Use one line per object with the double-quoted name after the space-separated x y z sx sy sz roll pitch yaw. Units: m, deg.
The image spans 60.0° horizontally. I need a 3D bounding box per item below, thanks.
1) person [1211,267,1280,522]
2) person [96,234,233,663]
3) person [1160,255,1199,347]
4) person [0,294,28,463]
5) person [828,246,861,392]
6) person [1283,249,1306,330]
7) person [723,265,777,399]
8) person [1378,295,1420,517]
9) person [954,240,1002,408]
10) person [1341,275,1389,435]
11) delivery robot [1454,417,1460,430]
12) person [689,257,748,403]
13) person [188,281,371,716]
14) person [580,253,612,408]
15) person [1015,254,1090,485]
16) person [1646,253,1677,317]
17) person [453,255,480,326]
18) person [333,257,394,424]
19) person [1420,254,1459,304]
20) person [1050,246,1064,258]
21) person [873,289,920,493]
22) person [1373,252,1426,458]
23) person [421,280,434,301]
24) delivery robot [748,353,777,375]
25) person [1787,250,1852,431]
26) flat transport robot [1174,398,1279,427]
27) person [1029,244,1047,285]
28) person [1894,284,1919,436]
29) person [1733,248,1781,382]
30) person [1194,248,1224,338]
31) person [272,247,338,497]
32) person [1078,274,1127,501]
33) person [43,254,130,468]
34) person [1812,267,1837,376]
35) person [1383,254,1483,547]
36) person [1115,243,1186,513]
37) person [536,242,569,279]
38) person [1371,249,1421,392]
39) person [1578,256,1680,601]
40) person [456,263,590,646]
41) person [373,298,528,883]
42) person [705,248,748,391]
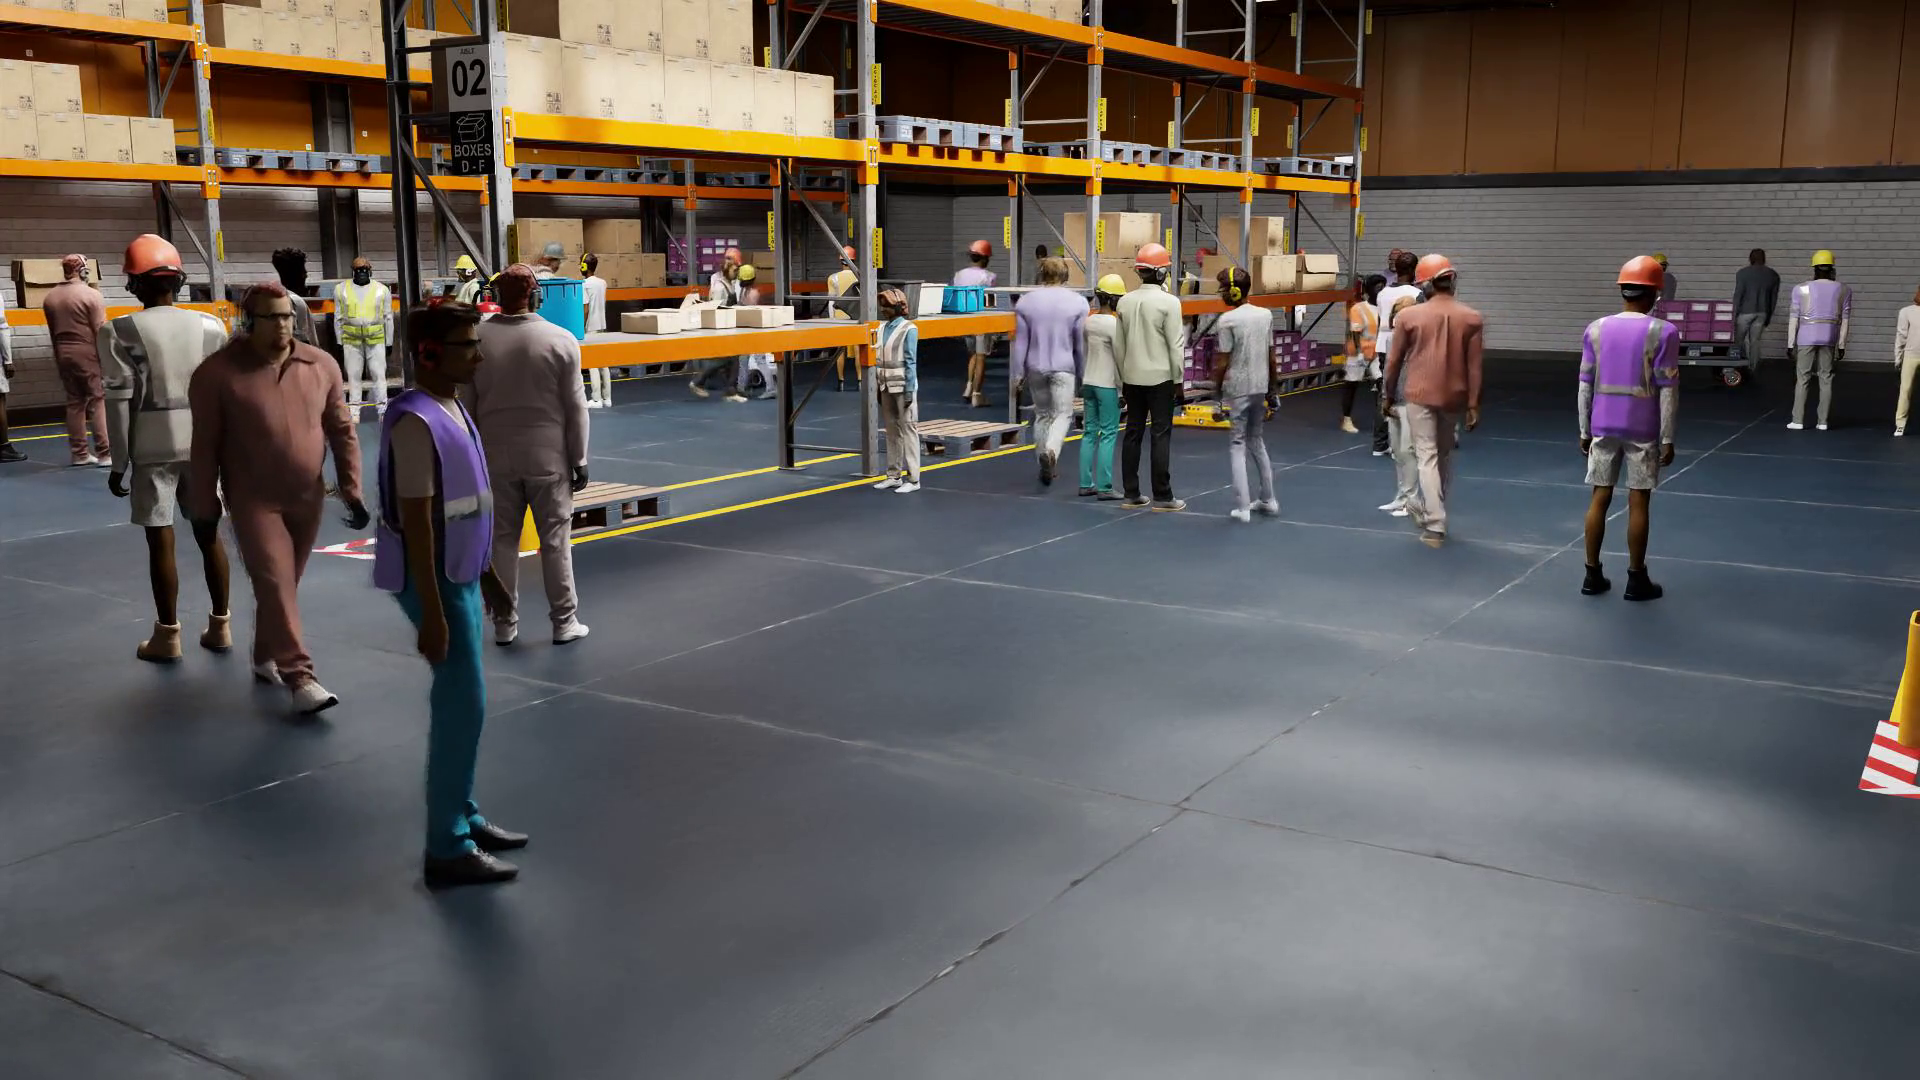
2.057 -1.052 12.060 0.656 1.838 0.457 -6 12 -32 "person"
-3.802 -0.431 8.001 0.365 2.048 0.608 9 13 40 "person"
3.006 -3.042 23.081 0.621 1.835 0.430 0 10 1 "person"
-8.864 -1.657 15.125 0.542 1.929 0.368 1 10 5 "person"
-1.485 -2.939 22.203 0.544 1.939 0.354 0 10 -3 "person"
5.298 -3.659 26.362 0.350 1.879 0.577 9 14 42 "person"
-2.672 -2.610 20.989 0.751 1.707 0.592 -3 11 -17 "person"
3.278 -0.978 12.222 0.320 1.635 0.524 -4 11 -20 "person"
0.238 -2.605 20.109 0.633 2.021 0.466 8 13 36 "person"
4.273 -1.902 17.216 0.550 1.664 0.817 -4 11 -22 "person"
4.649 -1.248 16.402 0.477 0.478 0.707 -1 10 -6 "delivery robot"
-3.014 -2.607 20.699 0.640 1.819 0.557 2 11 13 "person"
-2.958 -0.193 7.240 1.006 1.846 0.641 9 13 40 "person"
-4.441 -2.522 20.079 0.325 1.871 0.516 4 11 23 "person"
0.739 -1.376 13.634 0.635 1.919 0.784 3 11 17 "person"
10.357 -3.334 24.707 0.591 1.823 0.404 -7 12 -32 "person"
-6.134 -2.639 20.831 0.403 1.833 0.586 -5 11 -25 "person"
-6.578 -2.195 18.378 0.624 1.837 0.429 -3 11 -15 "person"
6.338 -2.883 22.180 0.586 1.835 0.403 2 10 12 "person"
1.776 -4.280 29.701 0.481 1.906 0.599 1 10 5 "person"
-0.509 -1.196 13.391 0.311 1.635 0.513 -8 13 -38 "person"
4.078 -1.710 15.489 0.391 1.910 0.582 -4 11 -23 "person"
-5.453 -1.876 17.222 0.753 1.606 0.543 -8 13 -39 "person"
-2.746 -2.420 22.899 0.707 0.478 0.477 -8 13 -39 "delivery robot"
9.142 -2.124 17.750 0.588 1.919 0.401 2 11 13 "person"
2.962 -1.419 18.399 0.652 0.197 1.431 6 12 31 "flat transport robot"
1.544 -4.601 31.407 0.629 1.940 0.379 -7 13 -36 "person"
9.885 -1.863 17.110 0.493 1.626 0.286 4 11 22 "person"
11.369 -3.215 23.831 0.660 1.903 0.456 0 10 1 "person"
3.729 -3.346 24.543 0.648 1.903 0.592 -6 12 -32 "person"
-5.226 -1.312 13.102 0.367 1.967 0.606 -10 14 -43 "person"
1.146 -1.190 13.013 0.343 1.759 0.529 -6 12 -30 "person"
-7.803 -1.592 14.843 0.650 1.903 0.402 4 11 21 "person"
12.824 -3.232 24.676 0.398 1.623 0.548 6 12 32 "person"
3.195 -0.962 11.308 0.594 1.922 1.027 -1 10 -7 "person"
1.429 -1.202 12.412 0.609 1.997 0.375 10 14 43 "person"
-5.061 -2.683 20.496 0.605 2.000 0.705 -5 11 -24 "person"
5.763 -2.899 22.075 0.644 1.905 0.400 4 11 21 "person"
3.785 -0.629 9.411 0.552 1.932 0.377 10 14 43 "person"
-2.160 -0.416 8.309 0.643 1.908 0.408 0 10 -1 "person"
-1.644 0.155 5.325 0.419 1.842 0.589 -1 10 -7 "person"
-3.125 -2.956 22.374 0.692 1.909 0.562 -4 11 -22 "person"
